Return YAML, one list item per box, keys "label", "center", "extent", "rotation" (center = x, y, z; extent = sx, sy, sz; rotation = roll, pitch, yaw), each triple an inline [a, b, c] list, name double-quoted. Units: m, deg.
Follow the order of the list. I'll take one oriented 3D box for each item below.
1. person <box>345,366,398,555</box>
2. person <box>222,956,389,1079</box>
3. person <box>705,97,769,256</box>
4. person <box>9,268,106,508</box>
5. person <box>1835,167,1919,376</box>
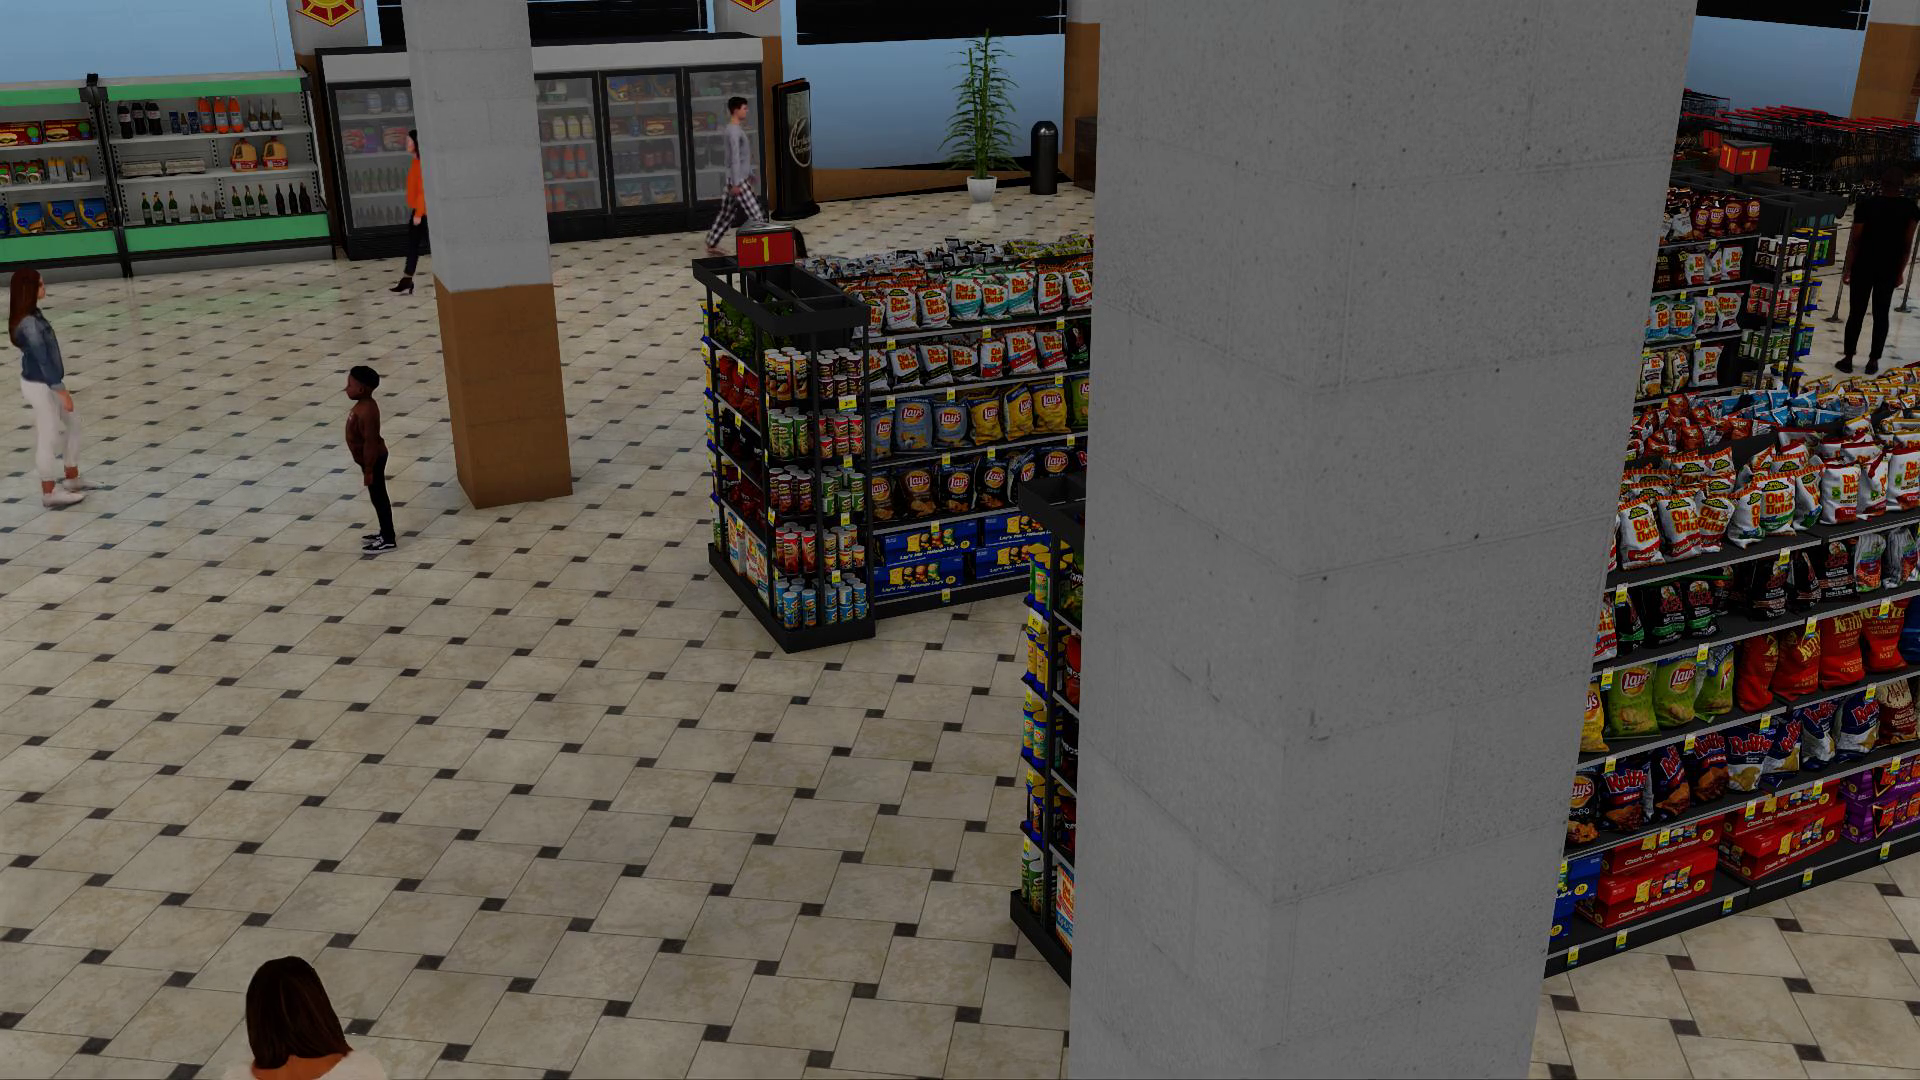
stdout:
- label: "person"
  center: [-3.842, -0.533, 10.869]
  extent: [0.505, 1.254, 0.546]
  rotation: [-7, 23, -16]
- label: "person"
  center: [-1.665, 1.879, 4.337]
  extent: [1.048, 1.649, 0.864]
  rotation: [-4, 22, -10]
- label: "person"
  center: [-2.635, -4.119, 19.059]
  extent: [1.199, 1.801, 0.811]
  rotation: [-5, 22, -11]
- label: "person"
  center: [-6.446, -1.031, 11.520]
  extent: [0.641, 1.692, 0.655]
  rotation: [-12, 25, -27]
- label: "person"
  center: [8.097, -2.379, 14.706]
  extent: [0.735, 1.819, 0.796]
  rotation: [8, 23, 18]
